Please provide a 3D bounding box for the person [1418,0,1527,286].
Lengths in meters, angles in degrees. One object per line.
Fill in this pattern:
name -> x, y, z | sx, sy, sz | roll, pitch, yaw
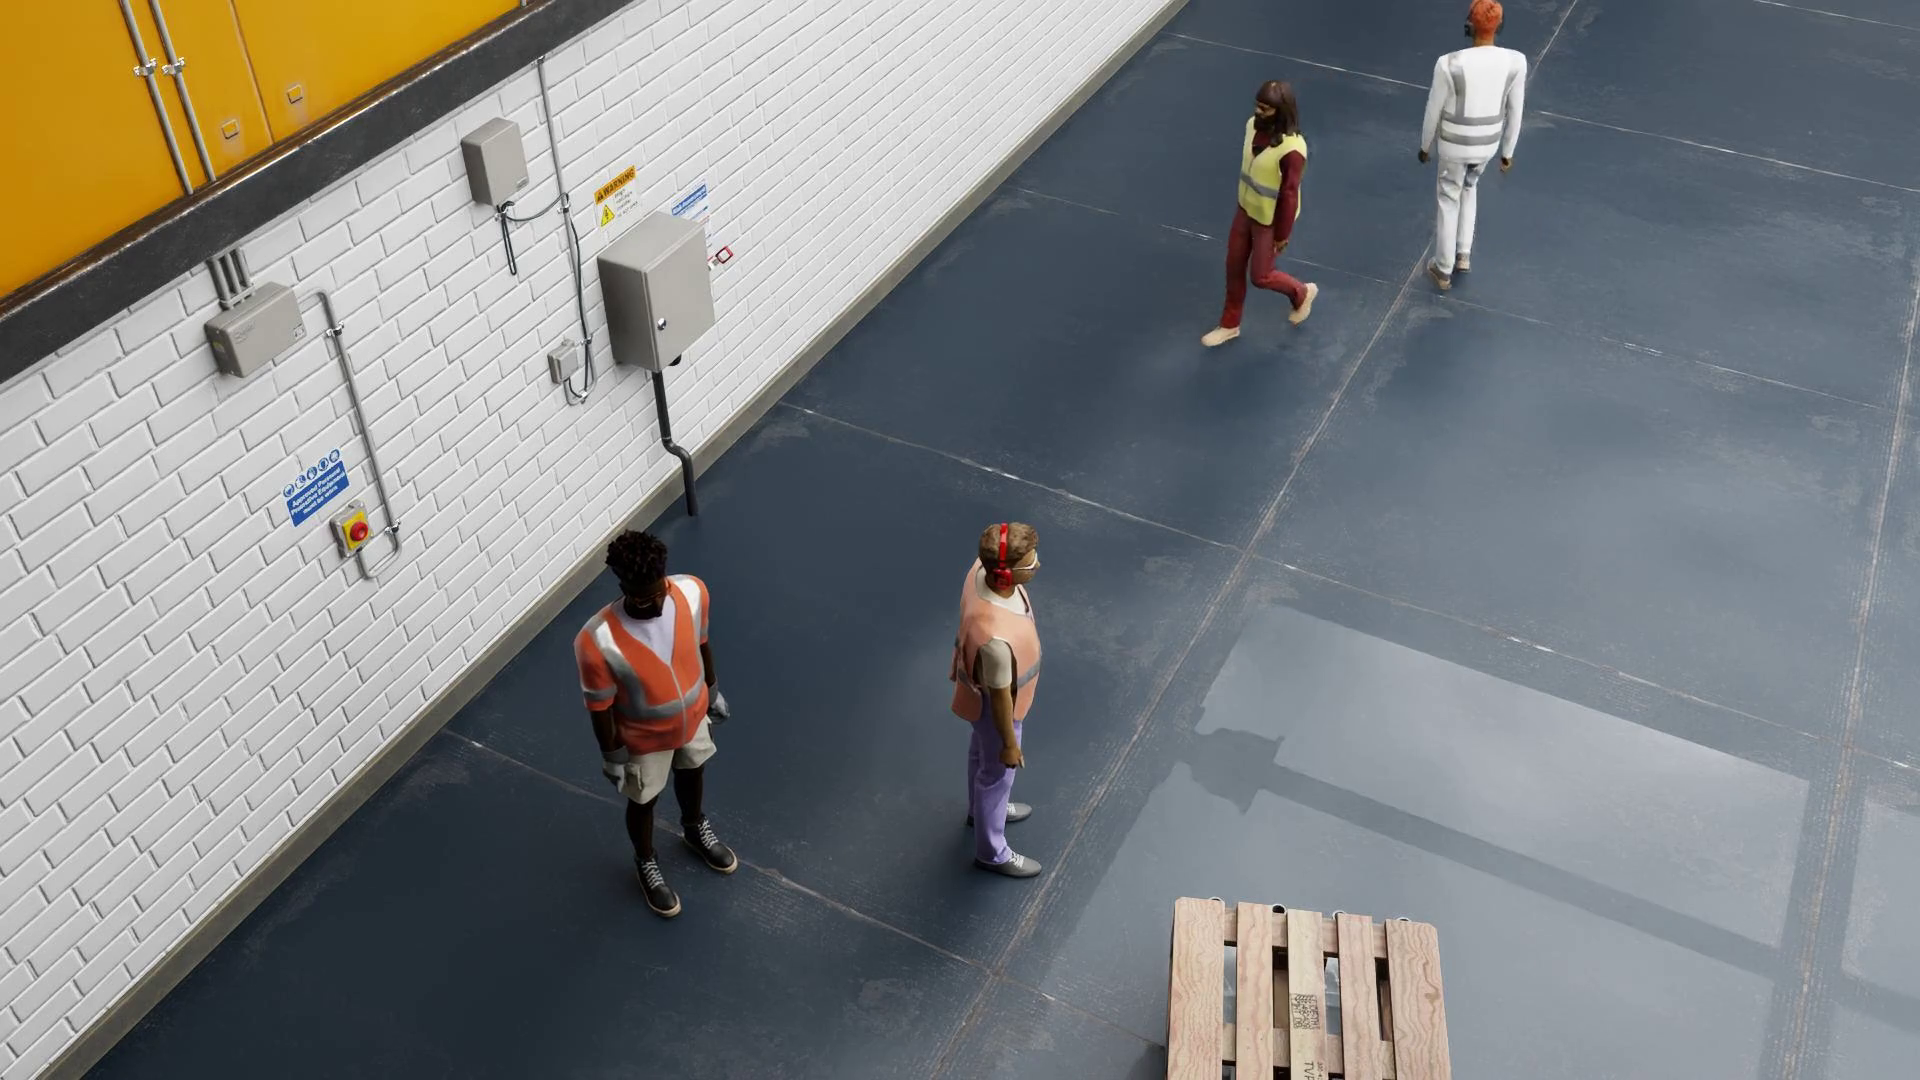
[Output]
person -> 3.186, -2.497, 10.516 | 0.572, 1.865, 0.494 | -5, 41, -6

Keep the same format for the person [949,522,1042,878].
person -> 0.152, 0.657, 6.868 | 0.390, 1.846, 0.565 | -3, 41, -3

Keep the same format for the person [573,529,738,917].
person -> -1.200, 0.722, 6.702 | 0.609, 1.964, 0.365 | -32, 50, -32

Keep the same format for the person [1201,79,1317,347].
person -> 1.869, -1.950, 9.973 | 0.661, 1.751, 0.474 | -19, 44, -21
